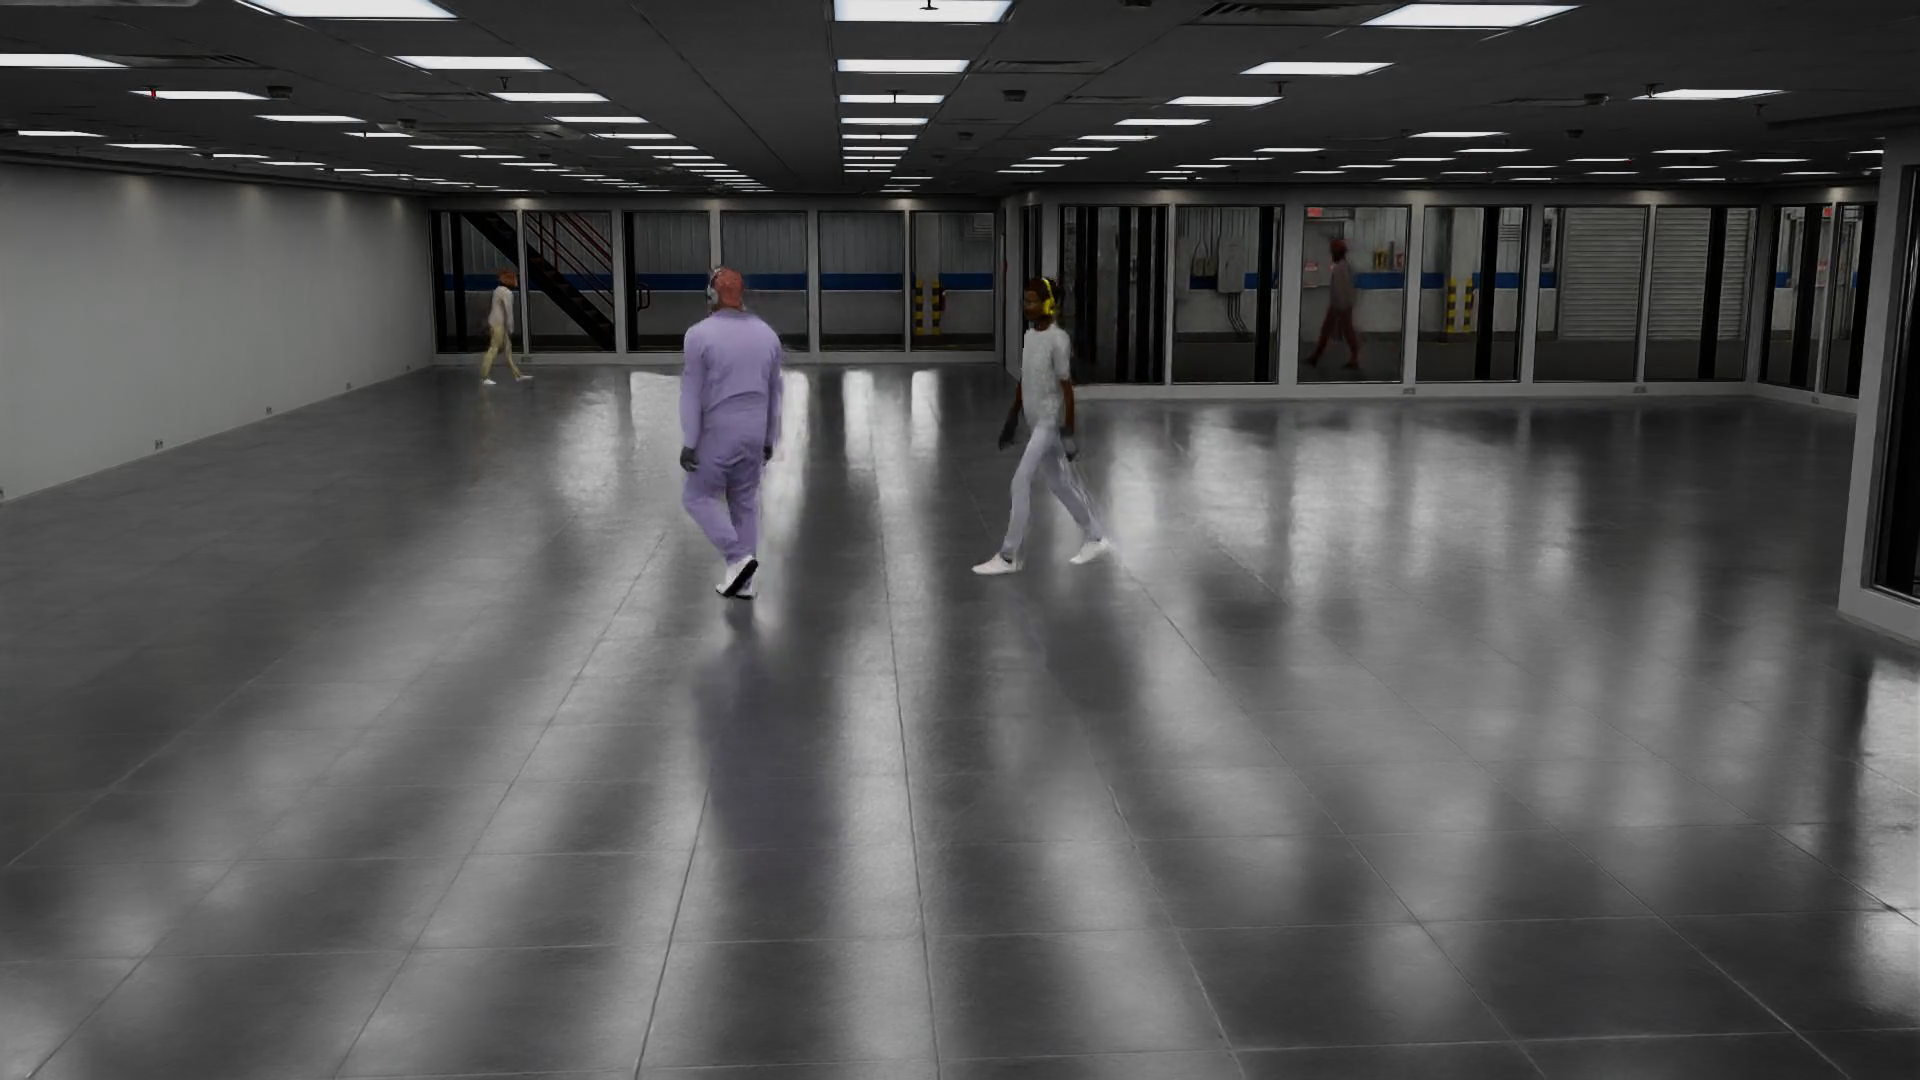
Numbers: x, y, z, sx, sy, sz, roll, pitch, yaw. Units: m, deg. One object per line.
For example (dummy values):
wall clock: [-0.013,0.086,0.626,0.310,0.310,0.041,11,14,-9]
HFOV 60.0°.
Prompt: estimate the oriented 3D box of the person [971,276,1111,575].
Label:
person: [0.540,-0.712,10.276,0.976,1.827,0.520,-3,11,-18]

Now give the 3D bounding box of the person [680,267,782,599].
person: [-1.297,-0.582,9.361,0.471,1.890,0.678,10,14,43]

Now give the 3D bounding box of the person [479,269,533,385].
person: [-6.250,-2.913,22.782,0.852,1.564,0.529,-6,12,-30]
